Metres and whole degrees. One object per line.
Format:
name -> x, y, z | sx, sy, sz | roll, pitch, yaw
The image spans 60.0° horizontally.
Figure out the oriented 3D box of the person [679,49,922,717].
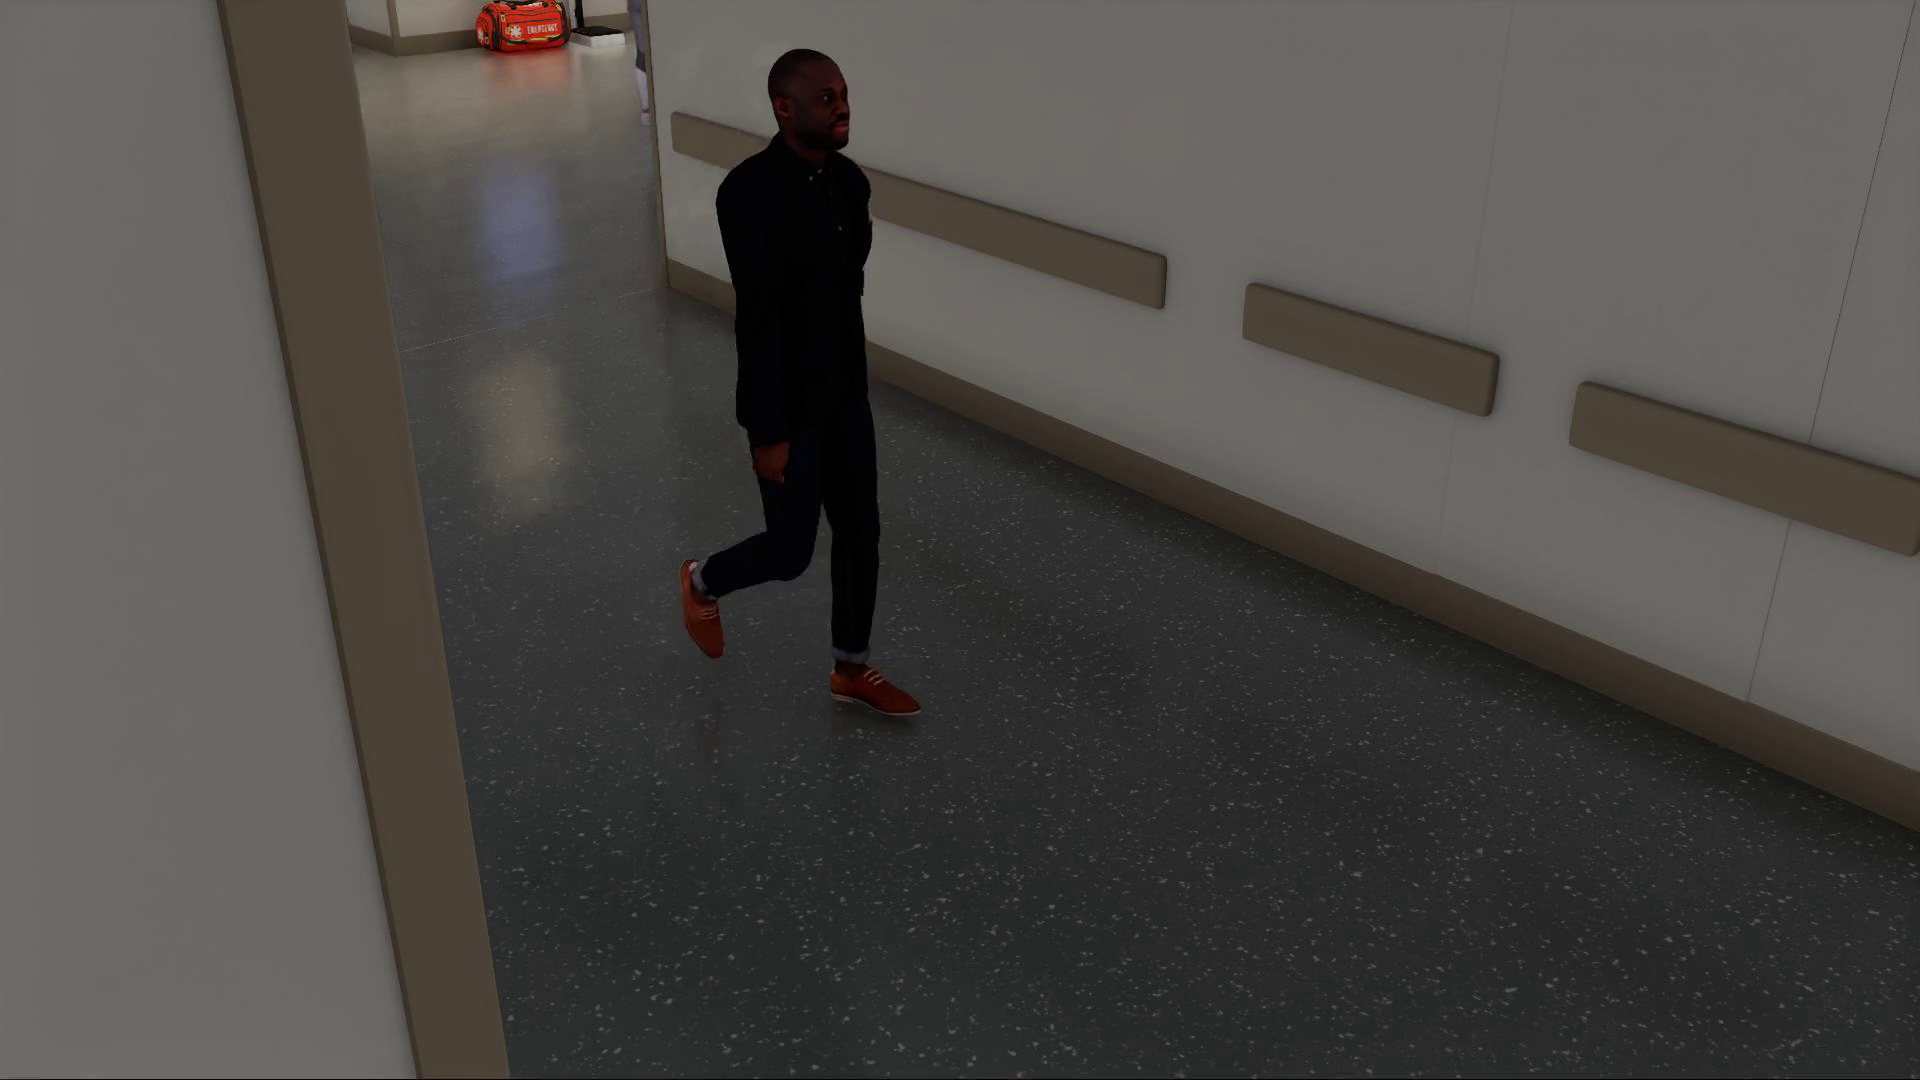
person -> -0.475, -0.365, 4.406 | 0.935, 1.799, 1.030 | 16, 30, 30
